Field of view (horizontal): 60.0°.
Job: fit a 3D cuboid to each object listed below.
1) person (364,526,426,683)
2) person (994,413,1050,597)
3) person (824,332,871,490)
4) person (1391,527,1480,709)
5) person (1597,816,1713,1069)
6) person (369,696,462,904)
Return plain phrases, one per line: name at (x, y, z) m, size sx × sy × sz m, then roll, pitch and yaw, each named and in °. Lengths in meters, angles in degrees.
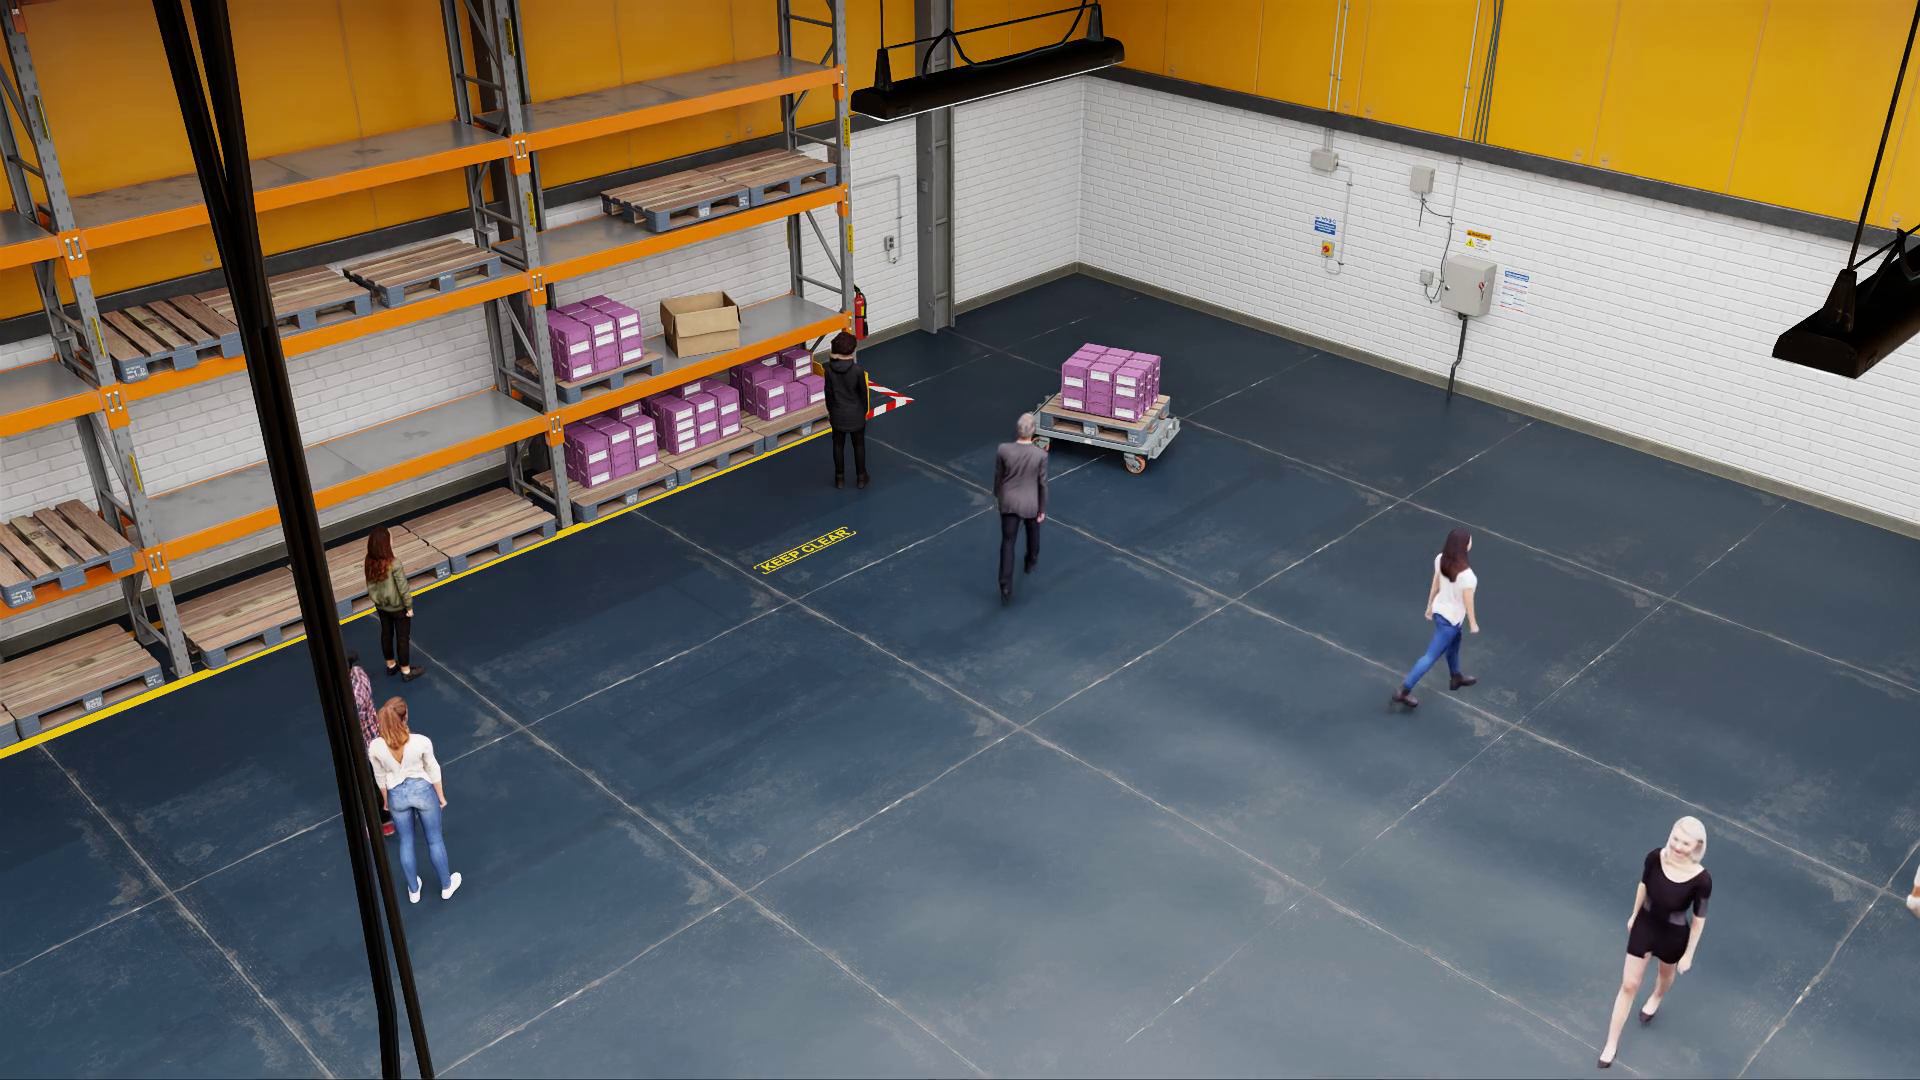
person at (-4.981, 0.550, 14.545) m, size 0.631 × 1.475 × 0.607 m, roll 13°, pitch 31°, yaw 22°
person at (0.552, -0.313, 15.785) m, size 1.156 × 1.803 × 1.290 m, roll 4°, pitch 29°, yaw 6°
person at (-1.200, -1.375, 17.755) m, size 0.737 × 1.781 × 0.788 m, roll 2°, pitch 29°, yaw 4°
person at (4.052, 0.707, 14.079) m, size 1.217 × 1.645 × 0.994 m, roll -7°, pitch 29°, yaw -13°
person at (4.531, 2.501, 10.653) m, size 0.674 × 1.778 × 1.170 m, roll 22°, pitch 36°, yaw 34°
person at (-3.915, 1.856, 11.895) m, size 0.667 × 1.720 × 0.750 m, roll -3°, pitch 29°, yaw -6°
